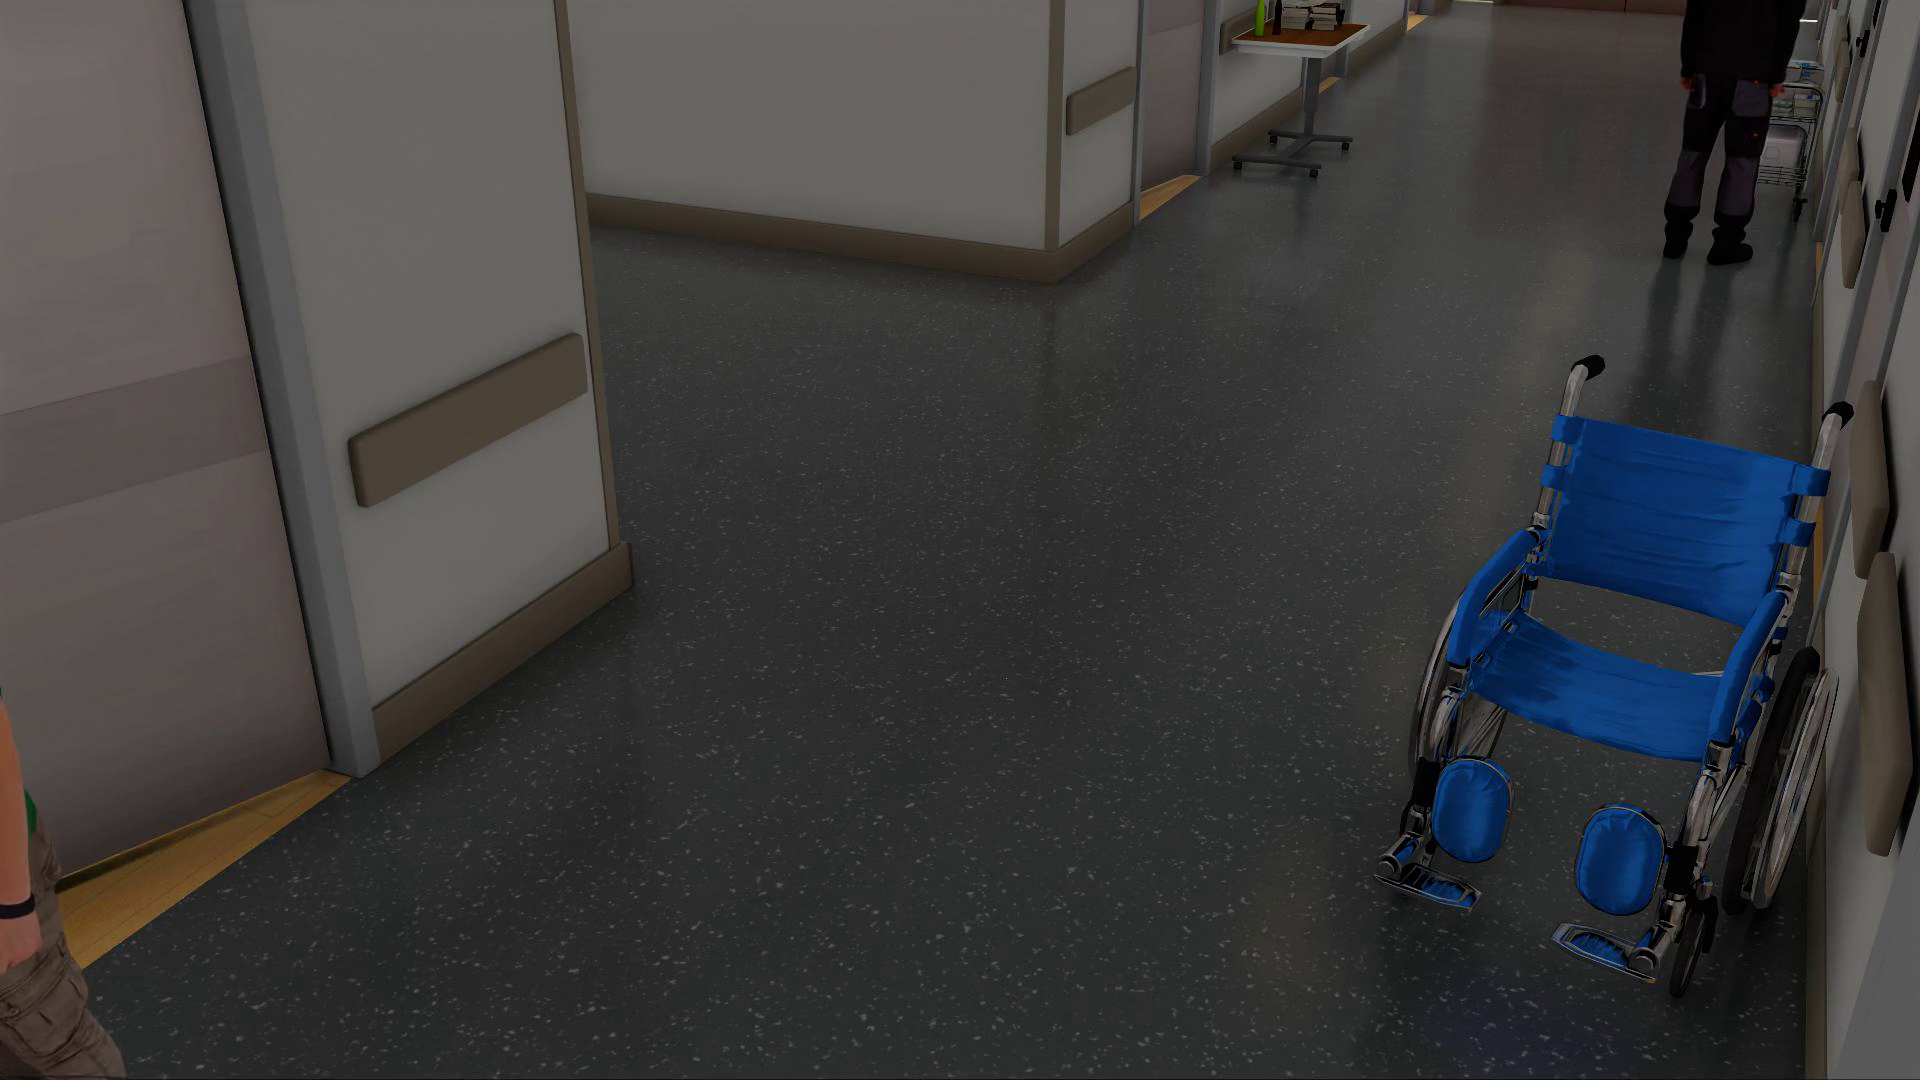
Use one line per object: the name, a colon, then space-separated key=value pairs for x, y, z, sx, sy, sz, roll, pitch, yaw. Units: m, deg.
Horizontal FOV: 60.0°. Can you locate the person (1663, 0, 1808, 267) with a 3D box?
person: x=3.912 y=-2.387 z=8.412 sx=0.759 sy=1.944 sz=0.696 roll=21 pitch=33 yaw=36
